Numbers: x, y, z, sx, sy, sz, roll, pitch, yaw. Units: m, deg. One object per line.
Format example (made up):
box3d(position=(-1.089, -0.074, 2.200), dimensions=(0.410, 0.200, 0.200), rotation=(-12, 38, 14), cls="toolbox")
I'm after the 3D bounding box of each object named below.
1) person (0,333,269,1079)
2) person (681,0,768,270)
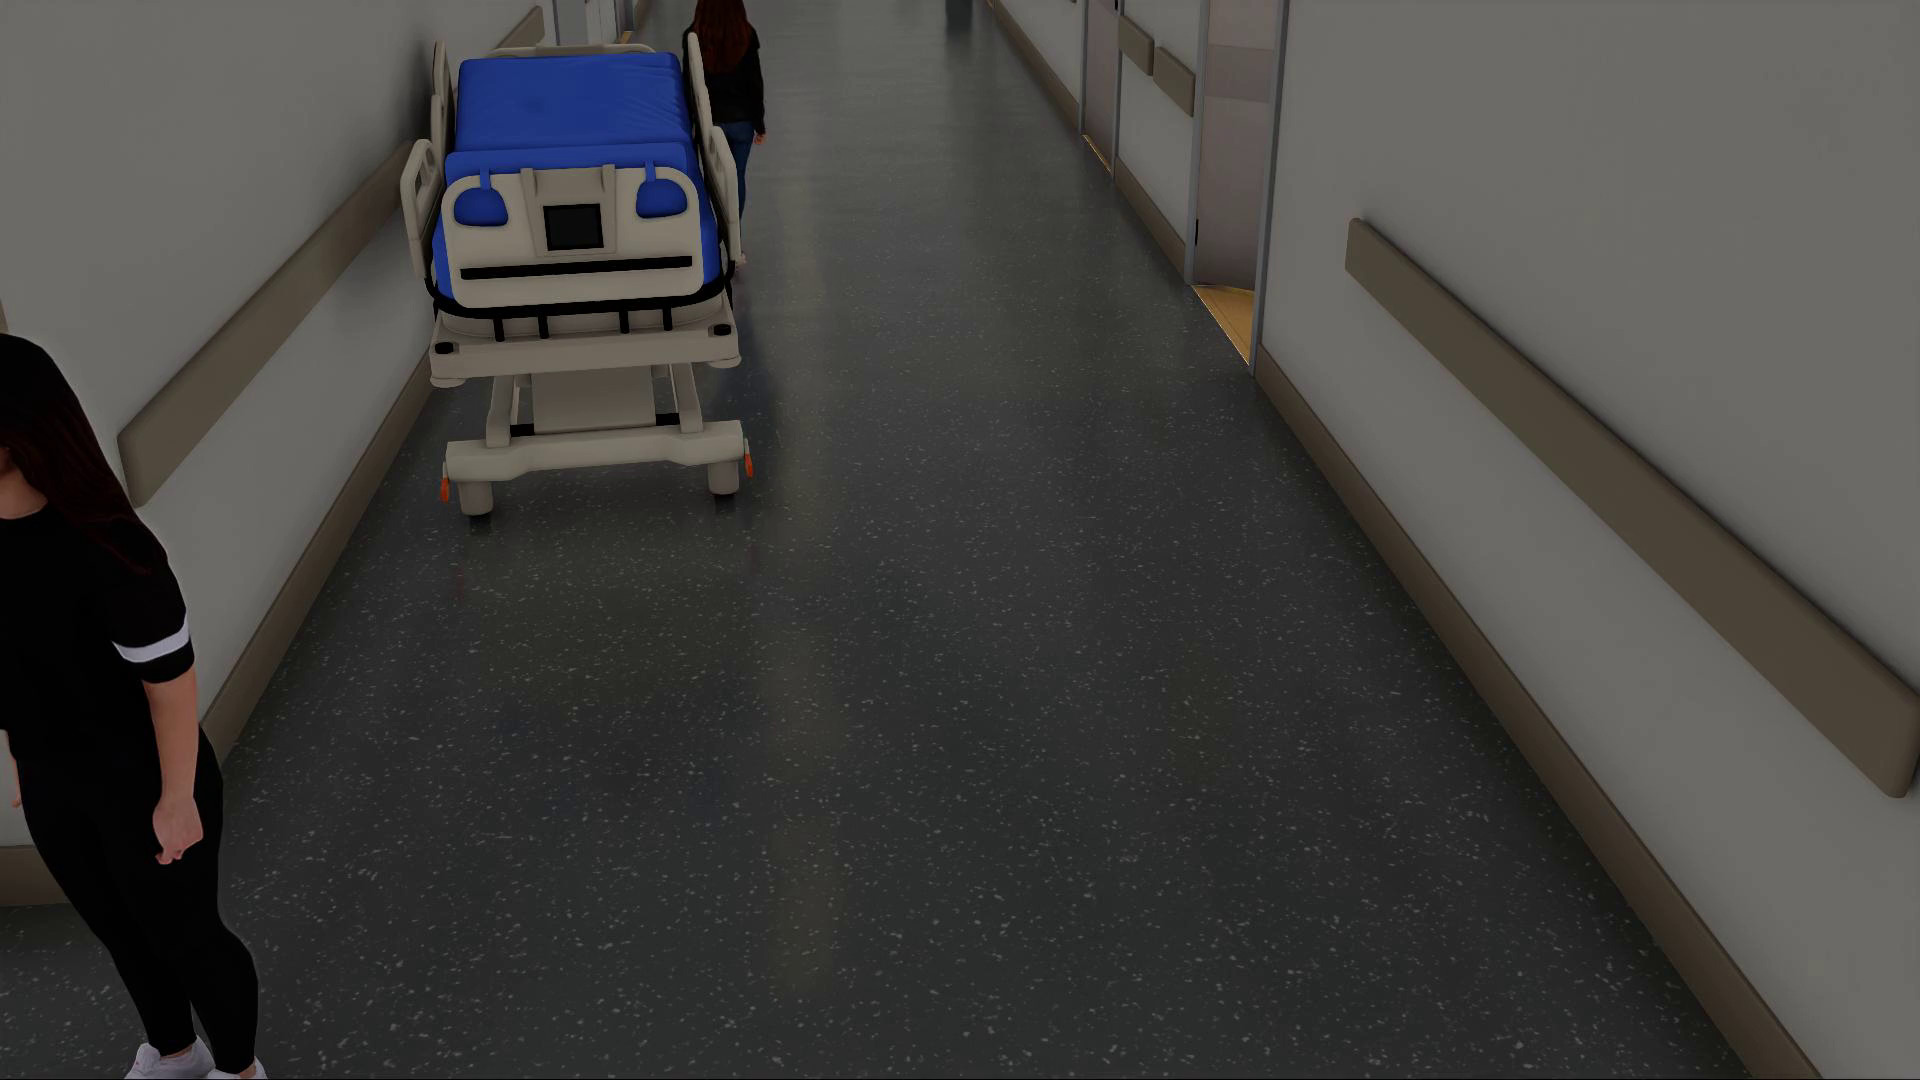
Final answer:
box3d(position=(-1.494, 0.408, 2.929), dimensions=(0.676, 1.638, 0.769), rotation=(12, 28, 23), cls="person")
box3d(position=(-1.164, -2.058, 8.260), dimensions=(0.944, 1.450, 0.773), rotation=(-8, 27, -16), cls="person")
